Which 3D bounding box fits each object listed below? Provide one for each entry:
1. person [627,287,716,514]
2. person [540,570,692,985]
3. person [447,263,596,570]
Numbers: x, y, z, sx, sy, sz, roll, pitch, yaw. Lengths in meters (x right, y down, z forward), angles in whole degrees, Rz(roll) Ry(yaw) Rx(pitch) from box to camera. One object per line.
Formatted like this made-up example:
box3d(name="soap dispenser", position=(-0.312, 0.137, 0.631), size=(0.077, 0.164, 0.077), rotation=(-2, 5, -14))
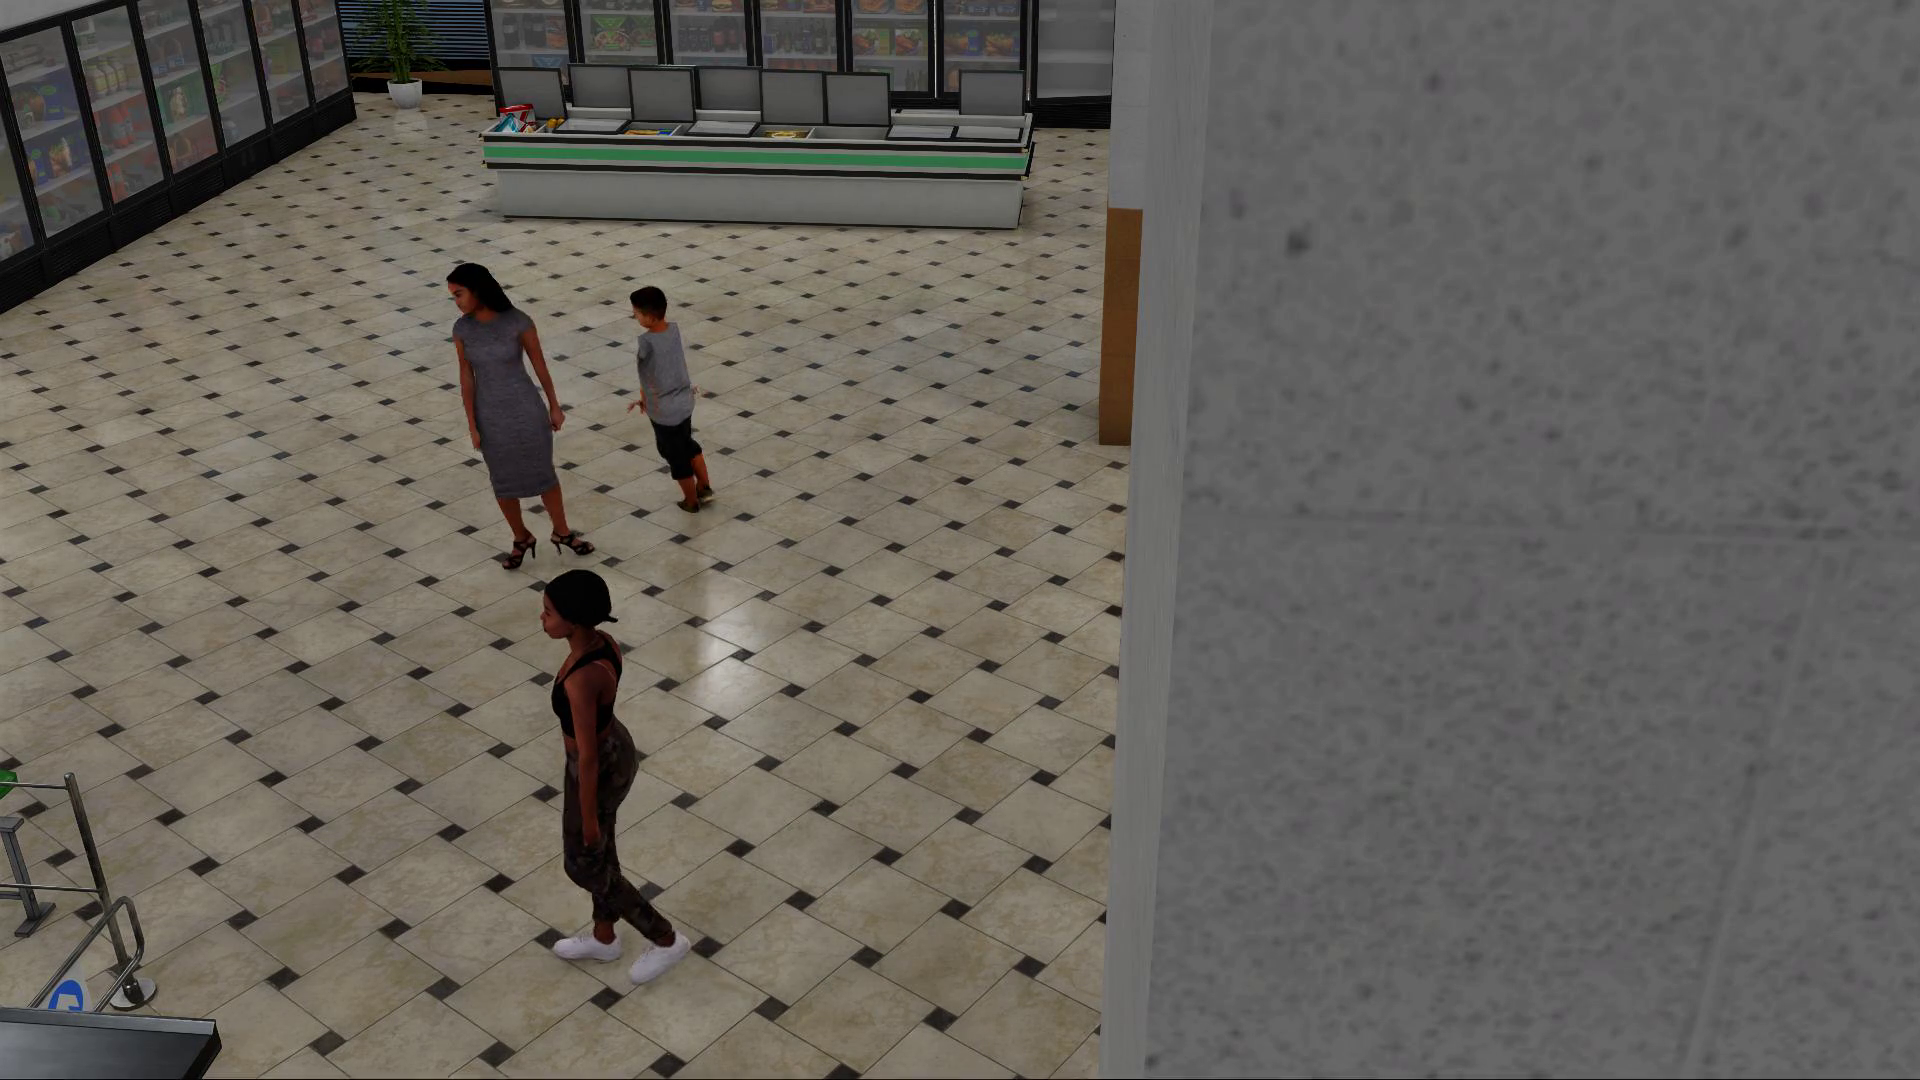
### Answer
box3d(name="person", position=(-1.642, -0.805, 9.561), size=(0.685, 1.436, 0.730), rotation=(-23, 35, -38))
box3d(name="person", position=(-1.252, 0.865, 5.977), size=(0.790, 1.698, 0.611), rotation=(0, 27, 0))
box3d(name="person", position=(-2.337, -0.652, 8.901), size=(0.609, 1.758, 0.852), rotation=(-9, 28, -16))
